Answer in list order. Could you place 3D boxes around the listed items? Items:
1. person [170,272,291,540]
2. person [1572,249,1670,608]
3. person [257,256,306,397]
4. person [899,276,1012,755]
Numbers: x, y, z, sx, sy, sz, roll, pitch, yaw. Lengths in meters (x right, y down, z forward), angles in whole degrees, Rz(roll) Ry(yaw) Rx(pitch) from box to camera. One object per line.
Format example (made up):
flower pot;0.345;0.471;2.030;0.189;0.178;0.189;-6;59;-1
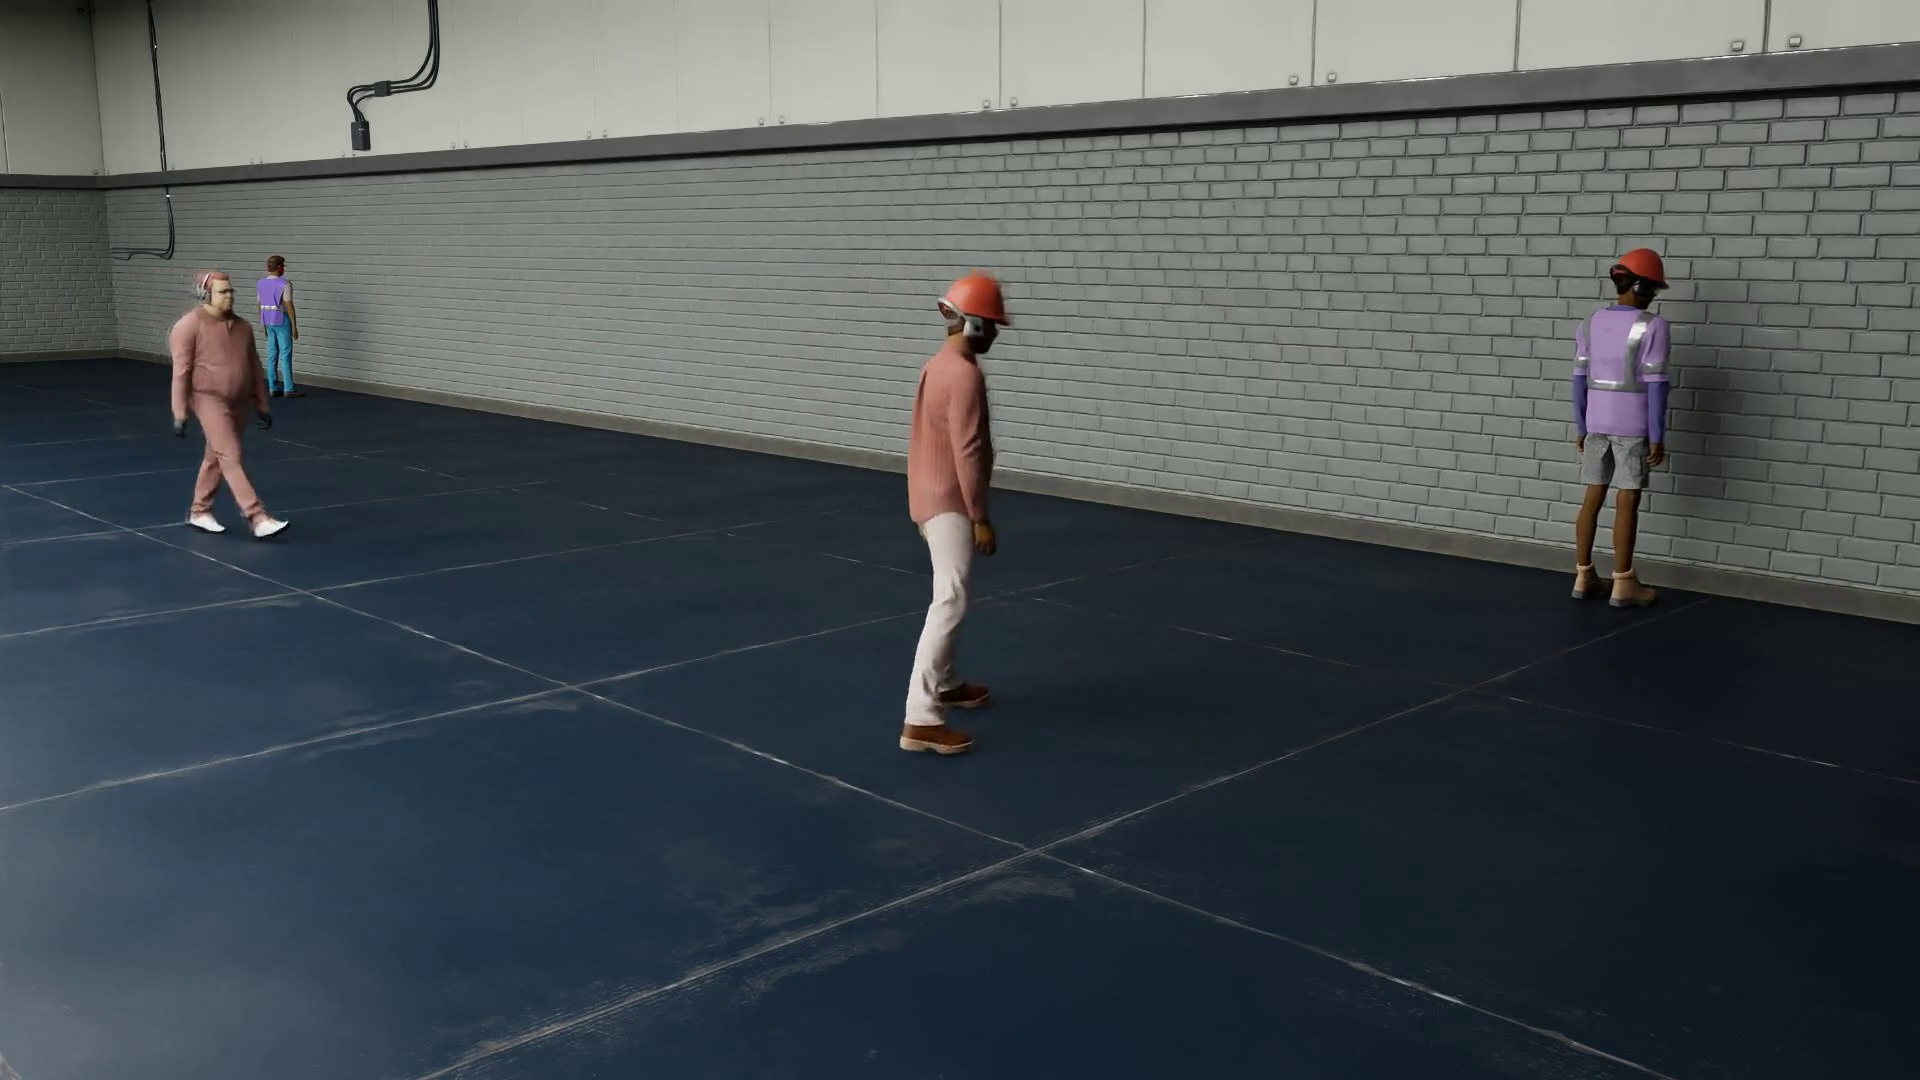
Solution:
person;-5.112;-0.935;11.628;1.020;1.853;0.667;4;11;21
person;3.822;-0.648;9.588;0.408;2.030;0.610;-6;12;-28
person;-8.948;-2.800;21.830;0.570;1.842;0.377;4;11;23
person;-0.046;-0.134;7.076;0.567;1.940;0.819;-2;11;-13
